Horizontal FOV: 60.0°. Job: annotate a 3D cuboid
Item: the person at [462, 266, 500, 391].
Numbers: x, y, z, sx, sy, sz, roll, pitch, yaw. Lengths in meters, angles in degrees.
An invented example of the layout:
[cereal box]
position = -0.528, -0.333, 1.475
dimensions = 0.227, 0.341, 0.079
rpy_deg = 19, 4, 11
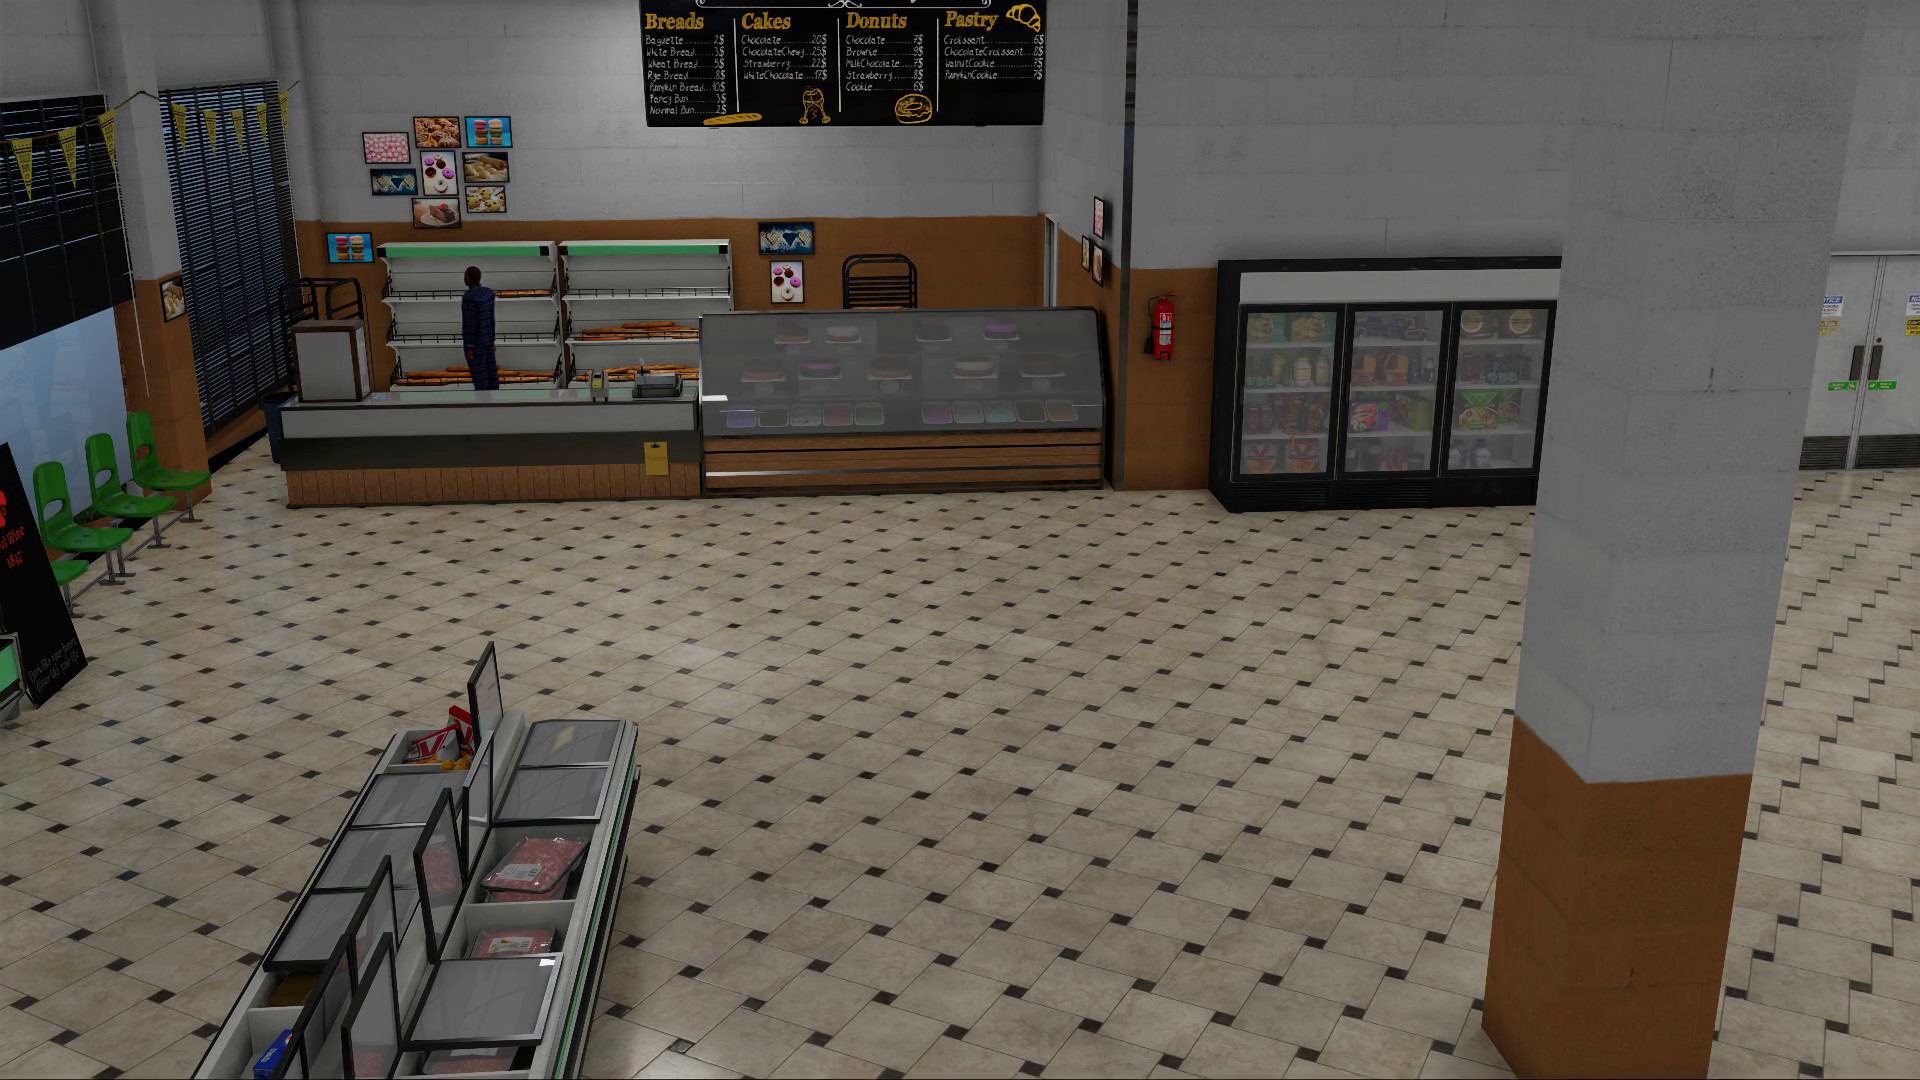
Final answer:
[person]
position = -5.655, -2.319, 19.598
dimensions = 0.823, 1.824, 0.708
rpy_deg = 7, 18, 23
